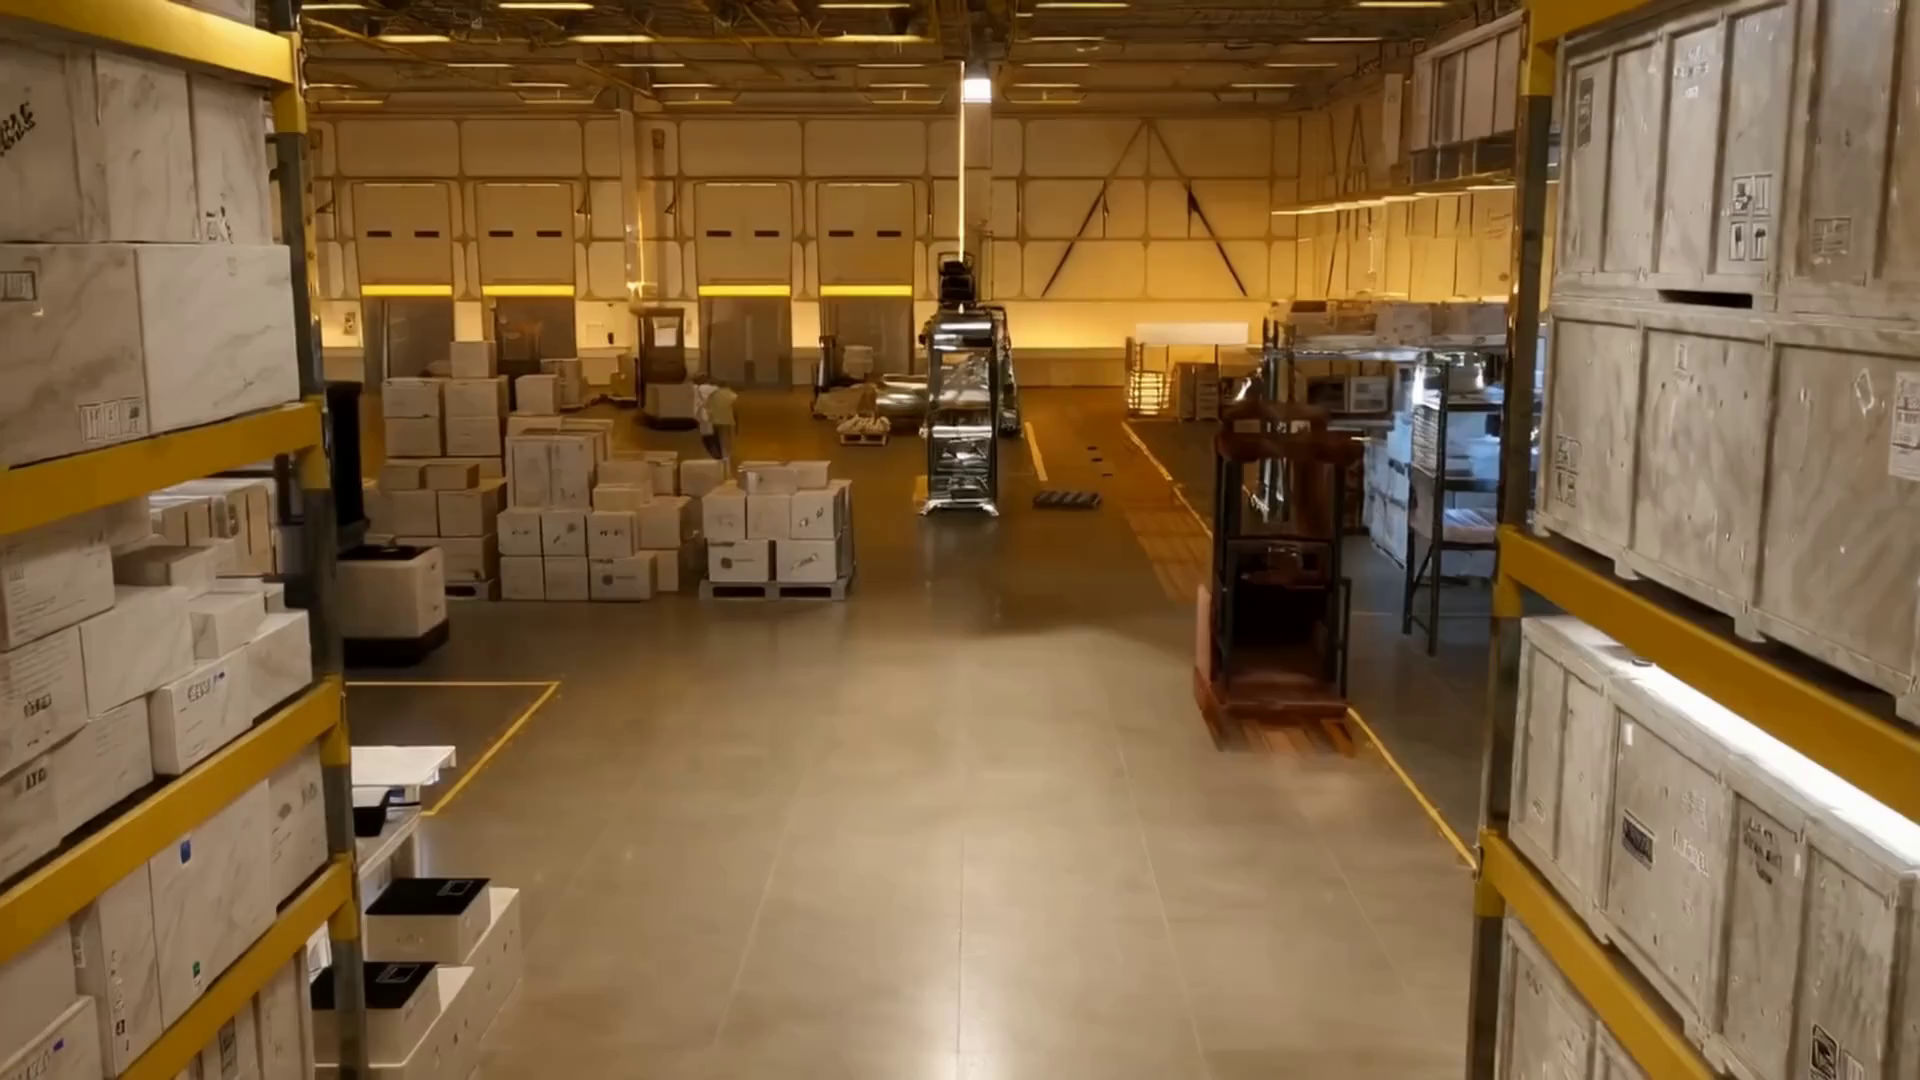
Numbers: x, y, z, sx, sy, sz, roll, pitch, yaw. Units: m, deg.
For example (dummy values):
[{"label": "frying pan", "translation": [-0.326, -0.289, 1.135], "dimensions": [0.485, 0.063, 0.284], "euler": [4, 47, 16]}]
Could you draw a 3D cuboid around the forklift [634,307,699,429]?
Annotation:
[{"label": "forklift", "translation": [-6.959, -4.092, 39.311], "dimensions": [1.129, 2.768, 1.873], "euler": [-5, 11, -25]}]

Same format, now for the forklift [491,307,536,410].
[{"label": "forklift", "translation": [-10.749, -4.230, 40.109], "dimensions": [1.129, 2.768, 1.873], "euler": [0, 10, 1]}]

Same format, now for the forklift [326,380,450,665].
[{"label": "forklift", "translation": [-6.312, -0.202, 16.865], "dimensions": [1.873, 2.768, 1.129], "euler": [0, 10, 0]}]

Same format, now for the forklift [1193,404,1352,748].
[{"label": "forklift", "translation": [2.696, 0.214, 14.468], "dimensions": [1.129, 2.768, 1.873], "euler": [0, 10, 1]}]

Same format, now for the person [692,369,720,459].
[{"label": "person", "translation": [-4.953, -2.352, 32.092], "dimensions": [0.446, 1.902, 0.544], "euler": [5, 11, 28]}]

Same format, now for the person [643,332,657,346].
[{"label": "person", "translation": [-8.799, -4.978, 47.173], "dimensions": [0.389, 1.930, 0.544], "euler": [-8, 12, -37]}]

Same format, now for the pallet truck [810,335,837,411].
[{"label": "pallet truck", "translation": [-3.021, -4.312, 43.126], "dimensions": [1.885, 1.965, 0.823], "euler": [3, 10, 17]}]

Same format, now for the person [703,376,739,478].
[{"label": "person", "translation": [-4.396, -2.100, 30.762], "dimensions": [0.616, 1.881, 1.018], "euler": [-8, 13, -38]}]
